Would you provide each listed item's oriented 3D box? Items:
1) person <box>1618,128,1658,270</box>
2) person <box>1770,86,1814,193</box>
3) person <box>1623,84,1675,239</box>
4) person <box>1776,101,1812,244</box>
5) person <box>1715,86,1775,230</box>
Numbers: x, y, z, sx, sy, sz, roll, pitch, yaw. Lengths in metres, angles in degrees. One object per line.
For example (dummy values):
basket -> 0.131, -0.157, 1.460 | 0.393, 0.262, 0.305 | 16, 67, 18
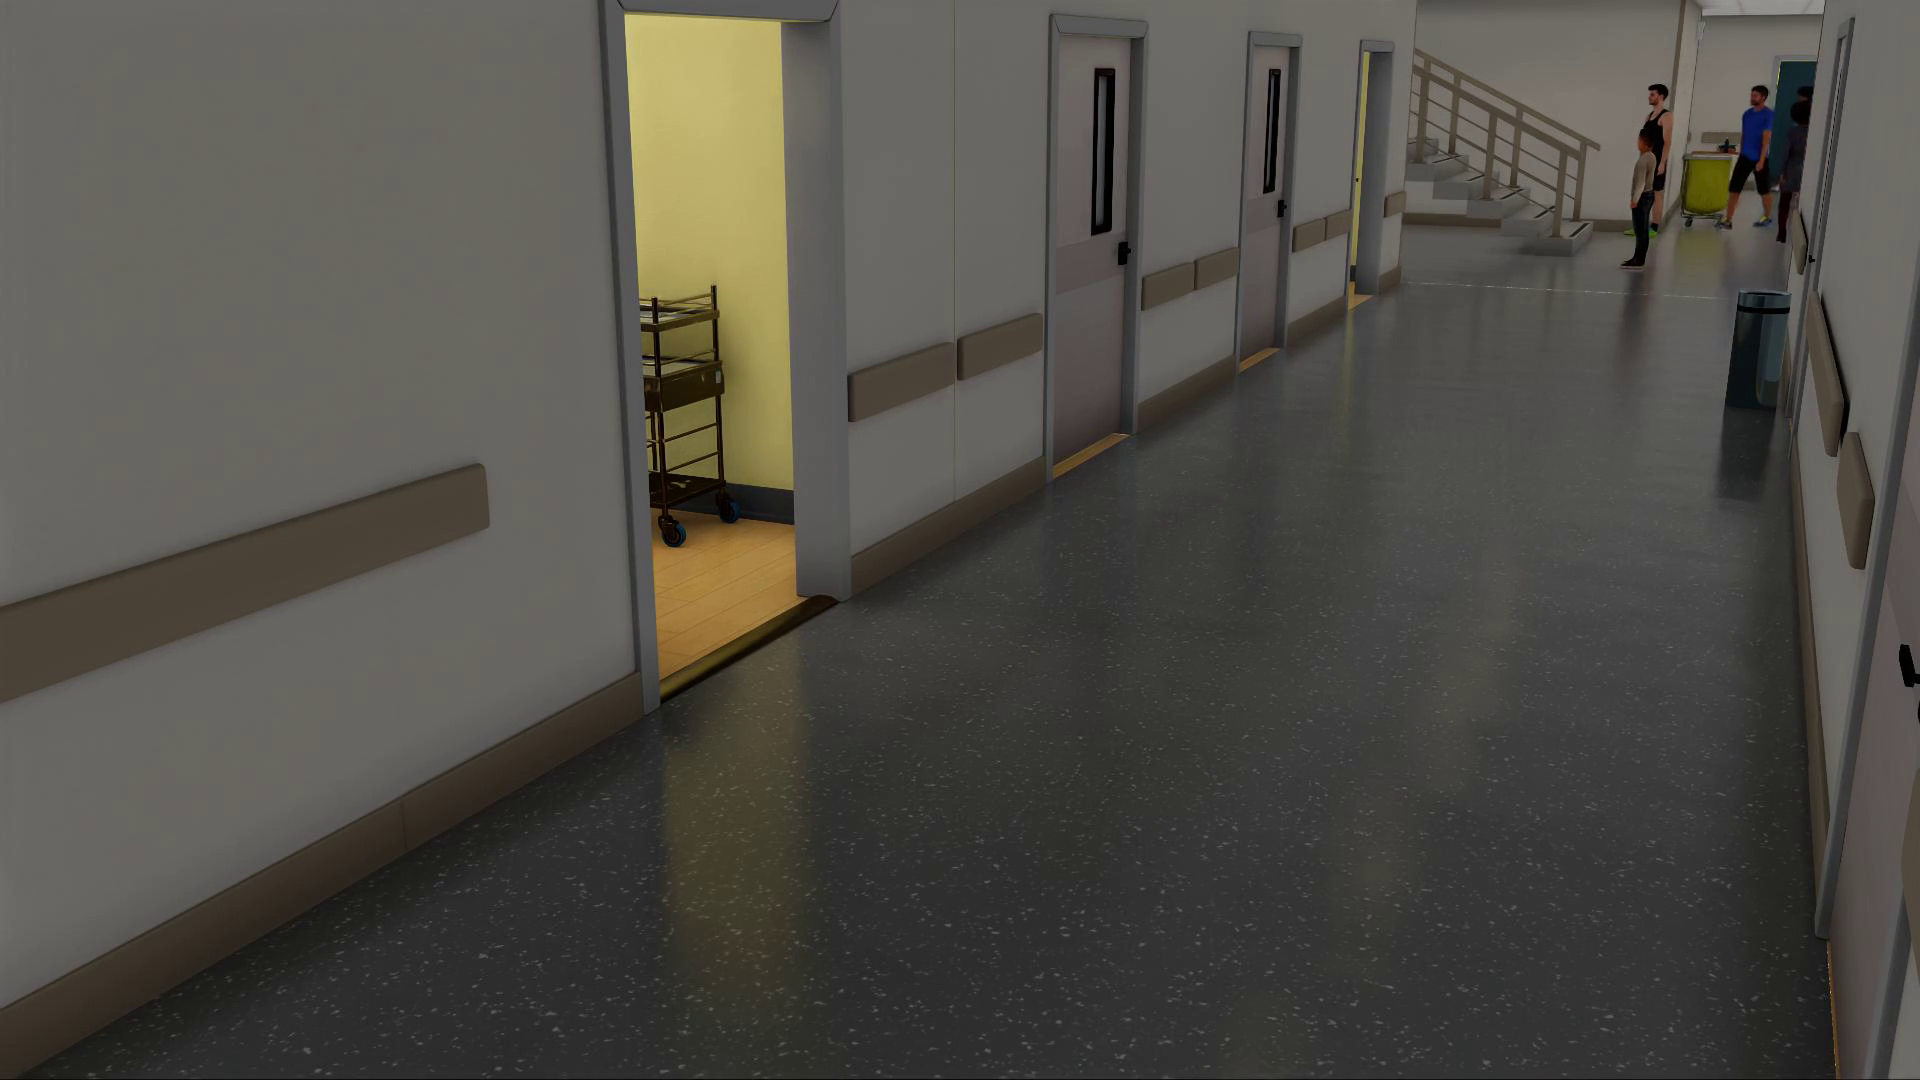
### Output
person -> 7.284, -3.640, 17.735 | 0.539, 1.465, 0.576 | 10, 18, 31
person -> 14.510, -6.852, 28.545 | 1.109, 1.781, 0.730 | 10, 19, 31
person -> 8.744, -4.777, 20.985 | 0.779, 1.890, 0.765 | -3, 16, -10
person -> 10.006, -4.336, 19.810 | 1.047, 1.679, 0.727 | 5, 17, 17
person -> 10.477, -4.971, 21.801 | 1.164, 1.822, 1.224 | -8, 18, -27
